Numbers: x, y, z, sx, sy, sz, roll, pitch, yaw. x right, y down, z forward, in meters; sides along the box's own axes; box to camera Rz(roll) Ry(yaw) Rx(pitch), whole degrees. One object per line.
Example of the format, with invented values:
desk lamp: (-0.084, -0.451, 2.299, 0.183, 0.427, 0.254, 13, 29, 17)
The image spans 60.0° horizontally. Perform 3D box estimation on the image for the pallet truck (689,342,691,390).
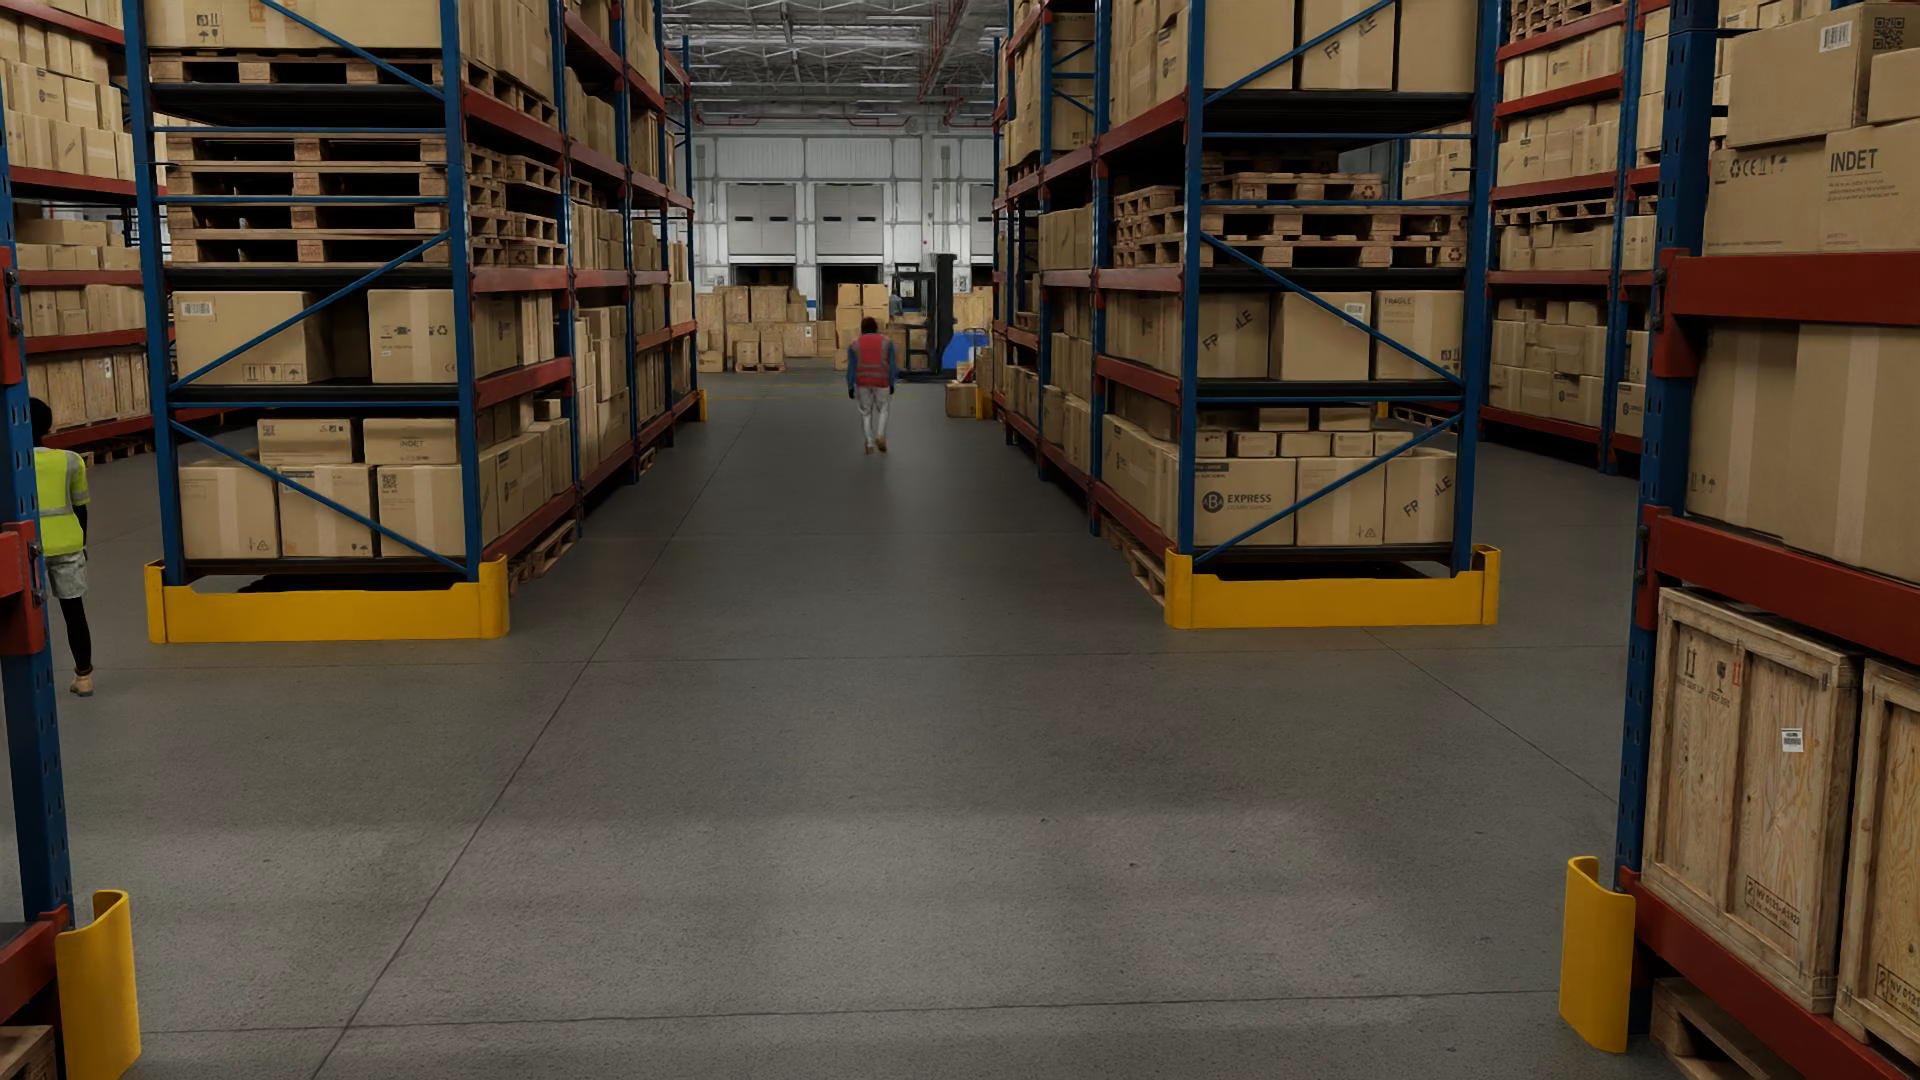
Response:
pallet truck: (-5.225, -3.008, 27.480, 1.885, 1.965, 0.823, 2, 9, 14)

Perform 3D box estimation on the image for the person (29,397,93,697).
person: (-5.042, 0.062, 9.141, 0.318, 1.700, 0.534, 7, 11, 37)

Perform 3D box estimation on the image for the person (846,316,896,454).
person: (-1.178, -2.052, 22.075, 0.653, 1.809, 0.644, 0, 9, 3)

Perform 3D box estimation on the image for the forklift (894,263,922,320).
forklift: (-1.987, -9.022, 62.479, 1.129, 2.768, 1.873, -1, 9, -4)

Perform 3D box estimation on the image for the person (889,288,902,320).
person: (-2.298, -7.826, 57.974, 0.635, 1.928, 0.383, 4, 10, 22)

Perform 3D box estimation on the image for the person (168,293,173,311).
person: (-31.505, -9.156, 66.313, 0.593, 1.922, 0.380, 8, 12, 41)

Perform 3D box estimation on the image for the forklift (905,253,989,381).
forklift: (-0.309, -4.918, 36.708, 1.873, 2.768, 1.129, -1, 9, -5)
